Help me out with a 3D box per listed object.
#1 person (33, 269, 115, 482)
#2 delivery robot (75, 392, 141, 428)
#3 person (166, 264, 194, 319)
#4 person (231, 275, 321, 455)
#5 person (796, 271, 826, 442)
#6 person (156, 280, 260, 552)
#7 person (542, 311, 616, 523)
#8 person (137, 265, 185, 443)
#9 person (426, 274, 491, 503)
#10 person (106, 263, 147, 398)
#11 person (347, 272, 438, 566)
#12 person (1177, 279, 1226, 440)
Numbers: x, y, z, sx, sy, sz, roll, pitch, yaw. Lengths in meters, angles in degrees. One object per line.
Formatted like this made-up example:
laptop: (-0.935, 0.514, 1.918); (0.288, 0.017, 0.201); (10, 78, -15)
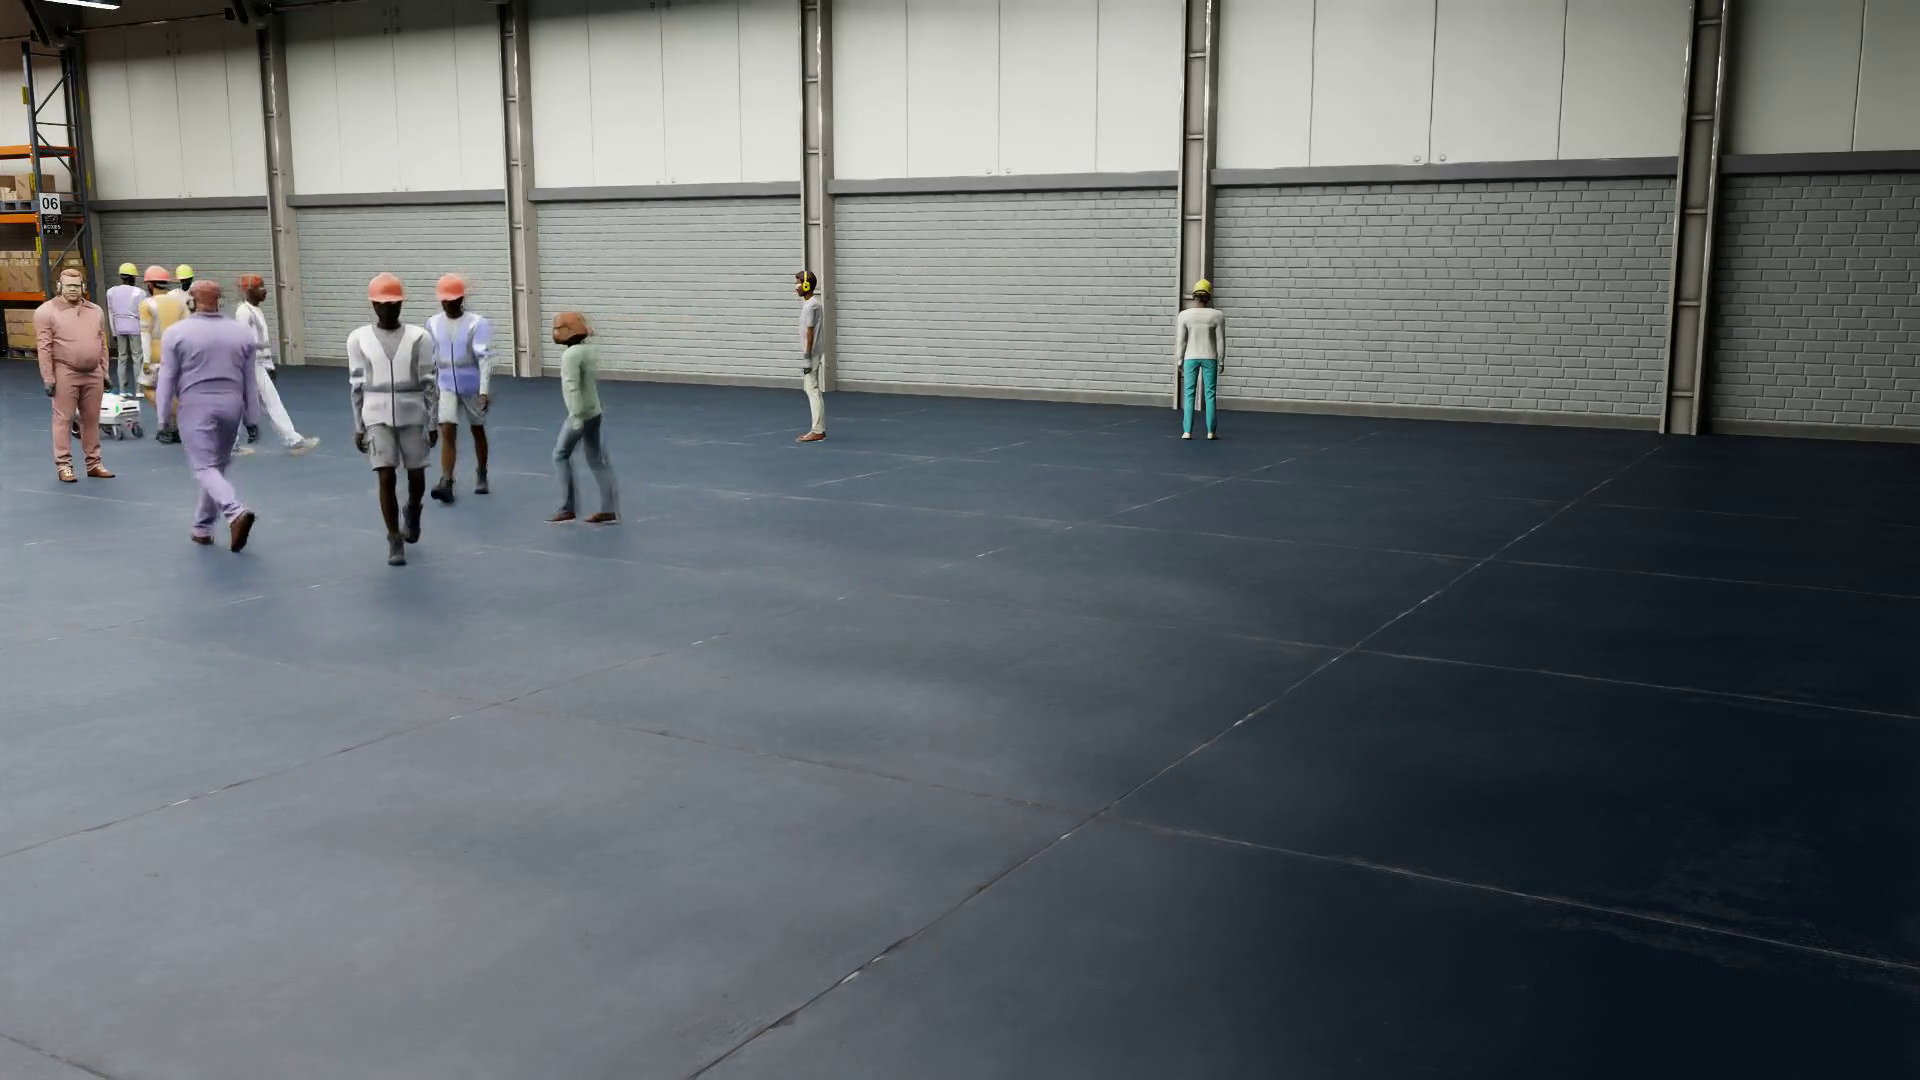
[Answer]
person: (-7.958, -1.482, 15.018); (0.399, 1.905, 0.642); (6, 11, 31)
delivery robot: (-9.477, -1.449, 18.490); (0.707, 0.478, 0.477); (4, 11, 23)
person: (-10.620, -2.846, 22.994); (0.619, 1.907, 0.432); (-4, 10, -20)
person: (-7.073, -1.766, 16.885); (0.968, 1.826, 0.602); (-2, 10, -14)
person: (-1.639, -2.004, 18.209); (0.315, 1.864, 0.517); (0, 10, 0)
person: (-5.160, -0.859, 11.502); (0.864, 1.865, 0.687); (9, 13, 41)
person: (-2.918, -0.906, 12.501); (0.656, 1.603, 0.556); (1, 10, 4)
person: (-8.638, -1.998, 17.989); (0.410, 1.917, 0.564); (5, 11, 25)
person: (-4.143, -1.256, 13.802); (0.569, 1.869, 1.024); (0, 10, 3)
person: (-11.862, -2.987, 23.783); (0.588, 1.921, 0.394); (1, 10, 4)
person: (-3.757, -0.813, 11.061); (0.547, 1.919, 0.658); (-3, 10, -19)
person: (2.653, -1.977, 18.320); (0.533, 1.768, 0.311); (2, 10, 10)
